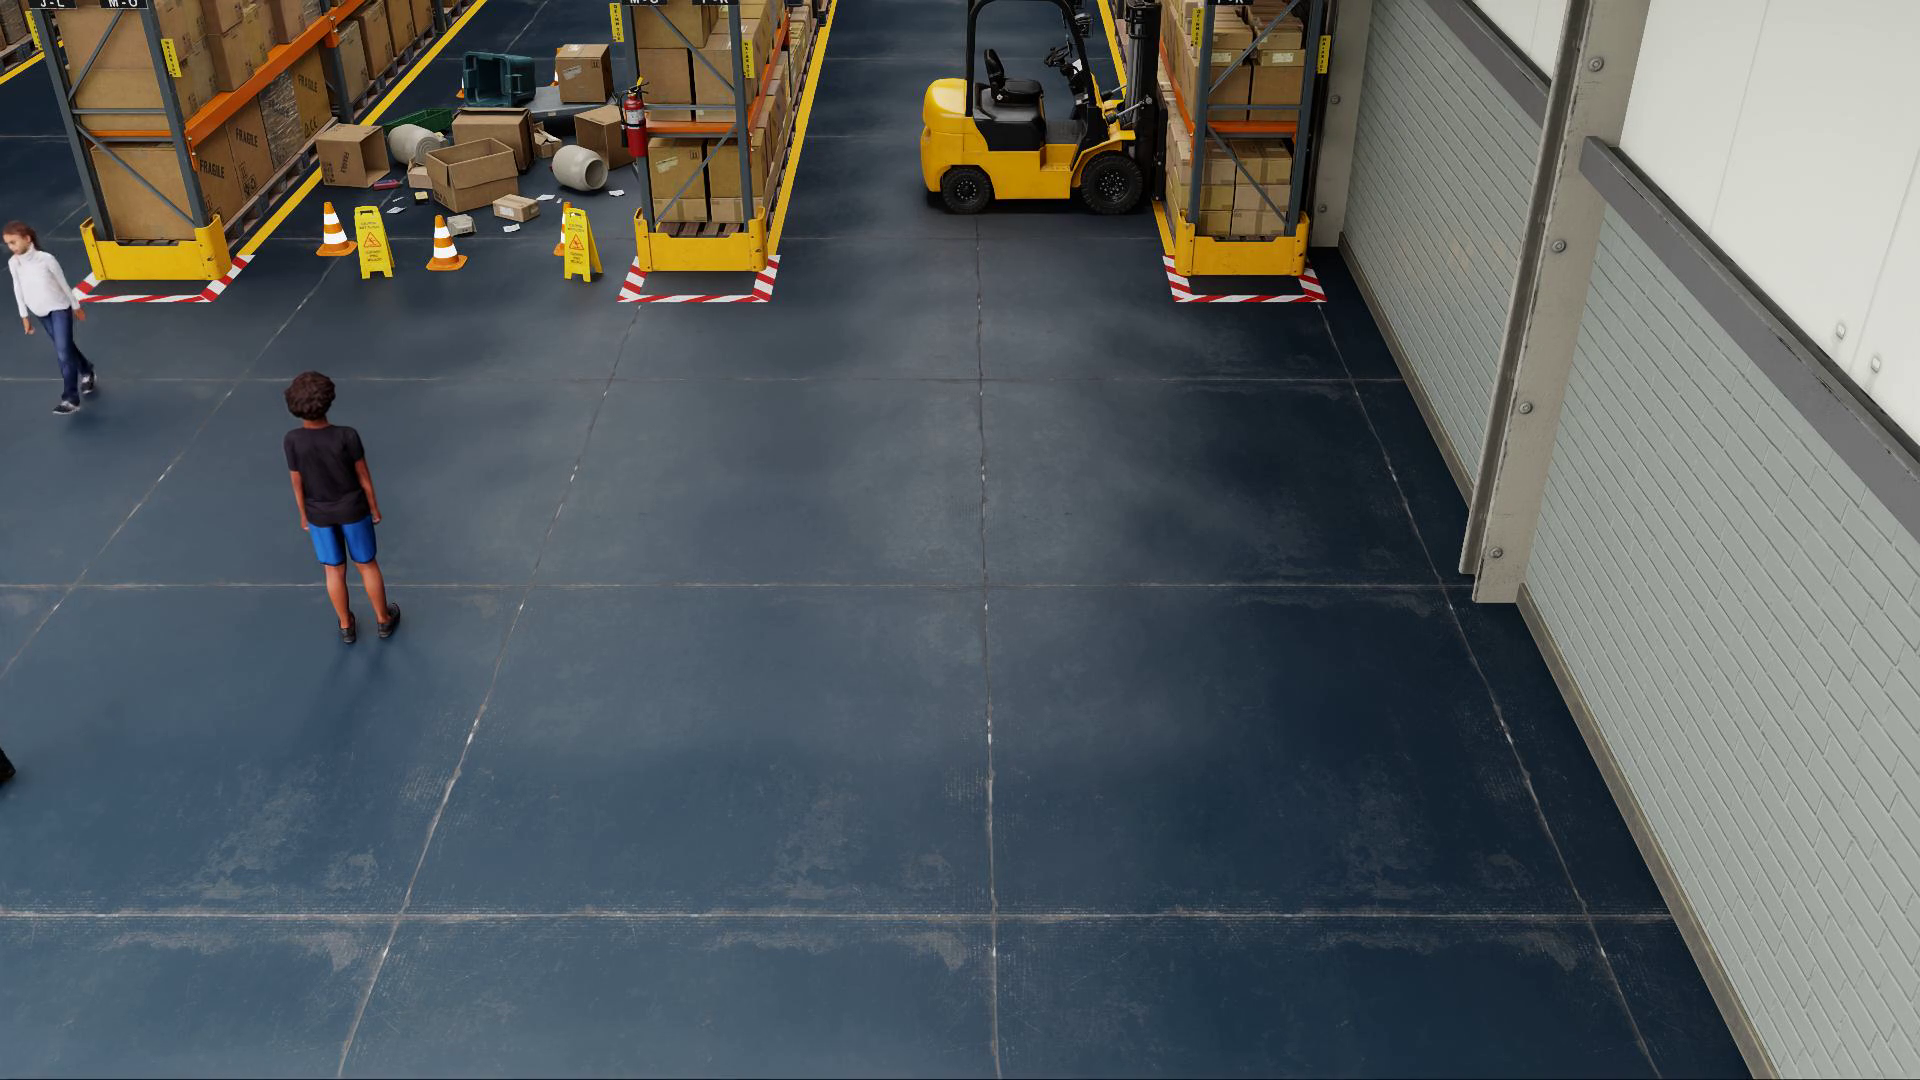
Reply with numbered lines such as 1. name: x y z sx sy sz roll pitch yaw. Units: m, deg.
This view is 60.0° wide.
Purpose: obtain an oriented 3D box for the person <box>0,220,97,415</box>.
1. person: -6.933 -1.782 12.809 0.528 1.516 0.965 -3 32 -5

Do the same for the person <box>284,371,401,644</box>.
1. person: -3.749 -0.184 10.013 0.670 1.797 0.636 -7 33 -11
